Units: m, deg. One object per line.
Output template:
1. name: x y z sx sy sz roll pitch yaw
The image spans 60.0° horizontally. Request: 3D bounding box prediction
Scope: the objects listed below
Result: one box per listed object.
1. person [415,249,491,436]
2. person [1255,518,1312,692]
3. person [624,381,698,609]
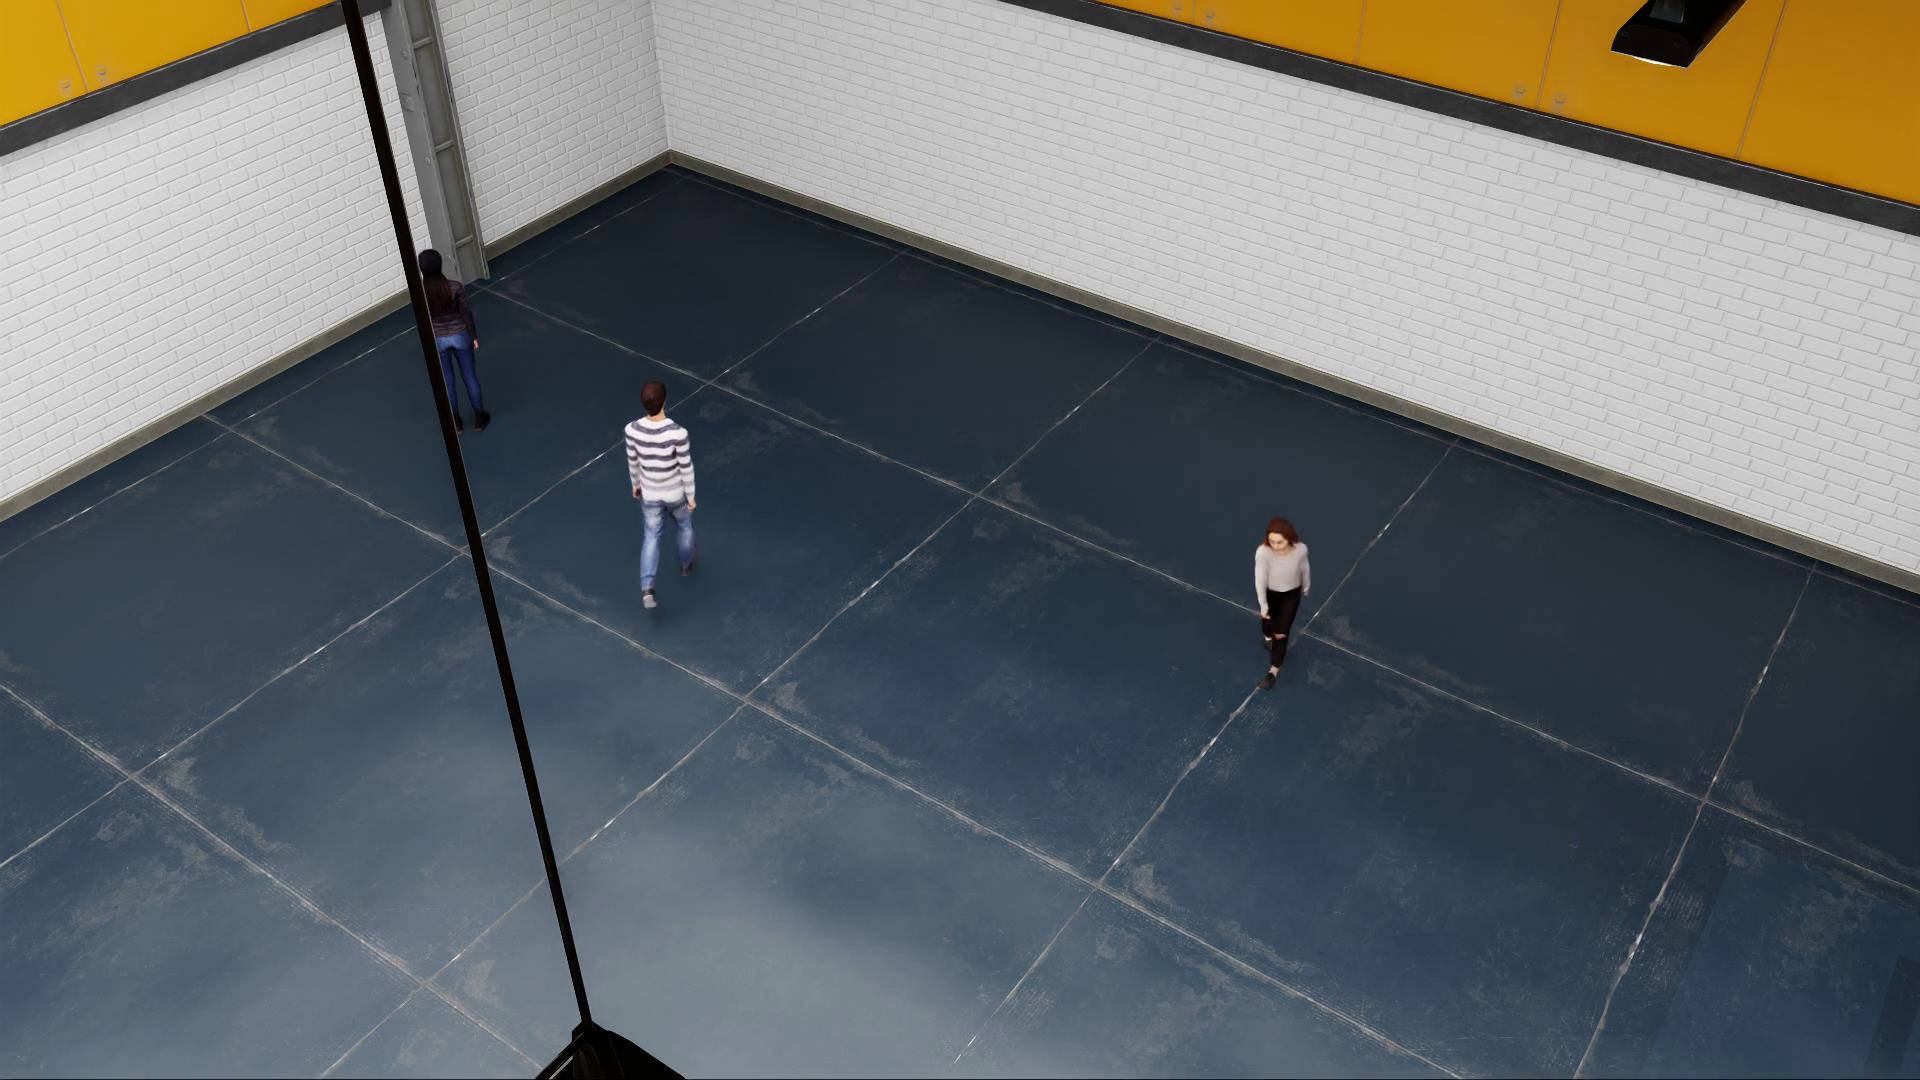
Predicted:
1. person: -4.371 -1.695 14.232 0.689 1.747 0.760 -8 39 -10
2. person: 2.300 0.351 11.925 0.839 1.430 0.977 -2 39 -3
3. person: -2.244 -0.313 12.438 1.004 1.828 1.200 4 39 5
